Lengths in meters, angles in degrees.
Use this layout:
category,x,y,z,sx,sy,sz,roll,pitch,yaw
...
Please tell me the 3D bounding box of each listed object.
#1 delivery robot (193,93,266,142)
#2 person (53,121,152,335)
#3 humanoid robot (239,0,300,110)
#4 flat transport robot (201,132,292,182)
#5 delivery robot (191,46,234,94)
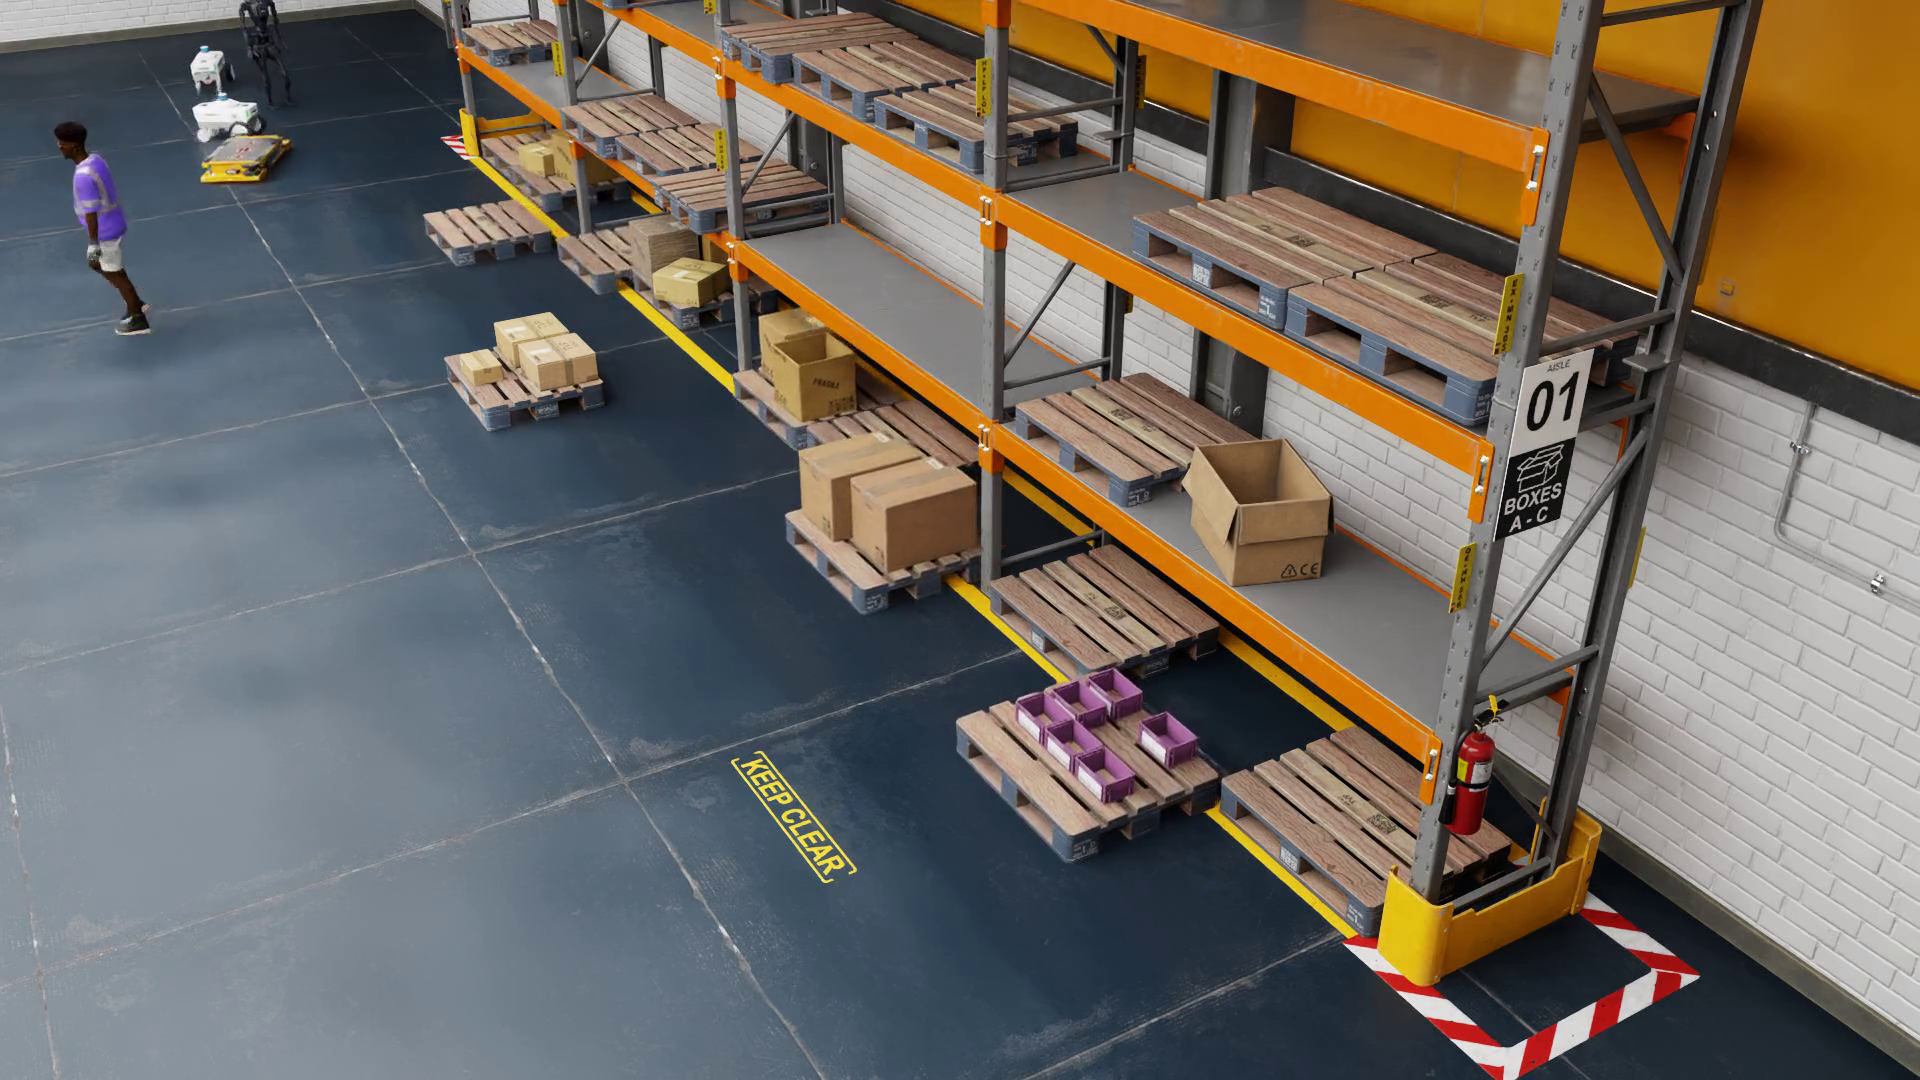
category,x,y,z,sx,sy,sz,roll,pitch,yaw
delivery robot,-9.028,-5.202,20.544,0.815,0.612,0.499,1,30,1
person,-7.630,-2.760,14.794,0.485,1.950,0.645,-7,30,-12
humanoid robot,-8.963,-6.394,21.491,0.455,1.648,0.601,19,35,30
flat transport robot,-8.404,-4.509,19.593,0.659,0.231,1.431,-3,30,-5
delivery robot,-10.251,-6.432,22.714,0.499,0.611,0.814,-7,30,-12
